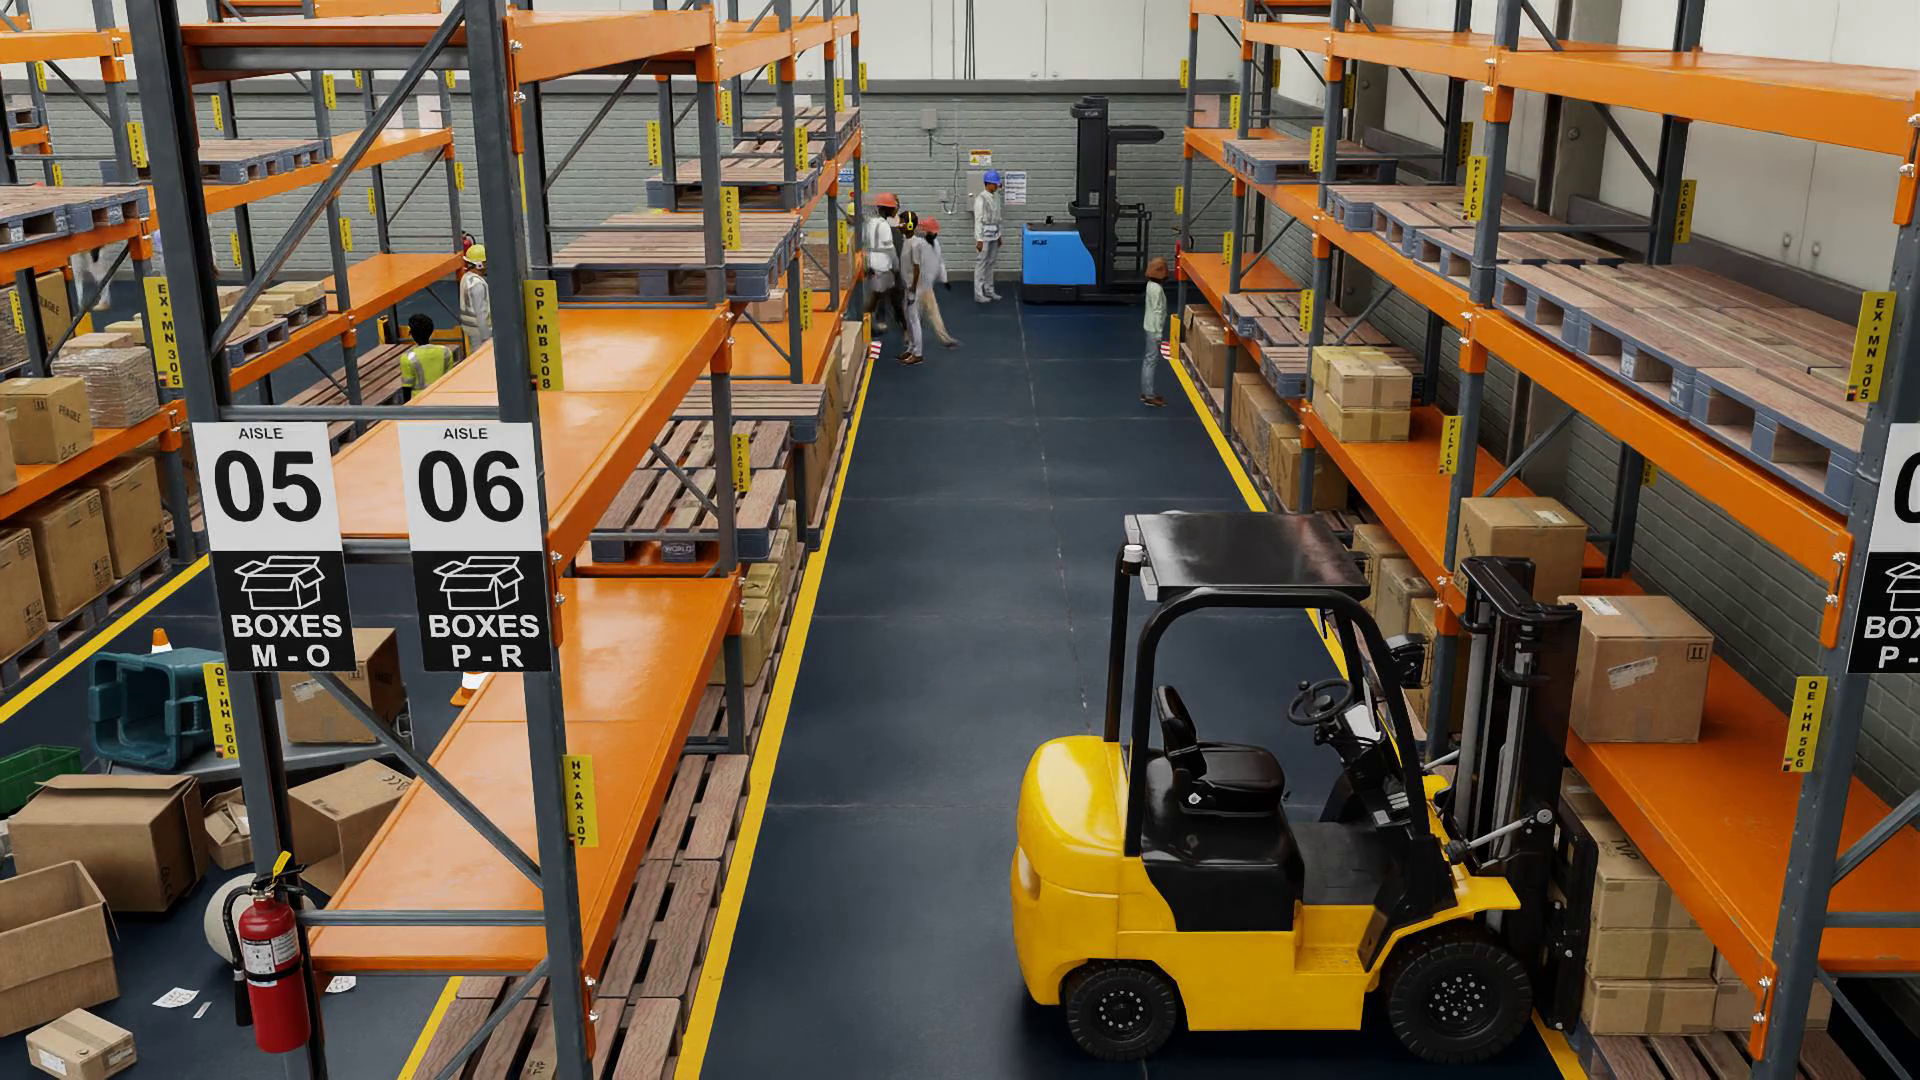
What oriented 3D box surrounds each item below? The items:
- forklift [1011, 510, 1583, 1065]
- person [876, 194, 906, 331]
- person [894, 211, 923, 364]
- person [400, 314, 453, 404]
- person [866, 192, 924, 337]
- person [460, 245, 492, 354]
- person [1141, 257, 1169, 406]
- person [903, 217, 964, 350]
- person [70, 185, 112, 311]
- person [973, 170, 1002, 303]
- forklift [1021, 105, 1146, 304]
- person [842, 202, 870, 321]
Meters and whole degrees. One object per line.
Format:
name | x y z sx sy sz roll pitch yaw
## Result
forklift | 1.387 1.055 7.378 2.313 2.155 1.214 0 18 0
person | -0.939 -3.752 22.472 0.509 1.837 0.329 -9 20 -25
person | -0.628 -3.100 20.449 0.328 1.872 0.510 -4 19 -12
person | -4.760 -1.190 14.950 0.320 1.693 0.534 14 23 36
person | -0.913 -3.643 22.053 0.936 1.888 0.560 -5 19 -14
person | -5.196 -2.283 18.056 0.404 1.826 0.592 -9 20 -24
person | 2.171 -2.316 18.442 0.273 1.636 0.507 -1 18 -3
person | -0.358 -3.269 21.218 0.898 1.690 0.547 7 20 20
person | -12.481 -4.111 23.607 0.639 1.805 0.826 6 19 18
person | 0.426 -4.466 24.485 0.430 1.939 0.600 11 21 31
forklift | 1.857 -4.944 24.441 1.873 2.768 1.129 0 18 0
person | -1.410 -3.679 22.414 0.487 1.736 0.320 -2 18 -7
